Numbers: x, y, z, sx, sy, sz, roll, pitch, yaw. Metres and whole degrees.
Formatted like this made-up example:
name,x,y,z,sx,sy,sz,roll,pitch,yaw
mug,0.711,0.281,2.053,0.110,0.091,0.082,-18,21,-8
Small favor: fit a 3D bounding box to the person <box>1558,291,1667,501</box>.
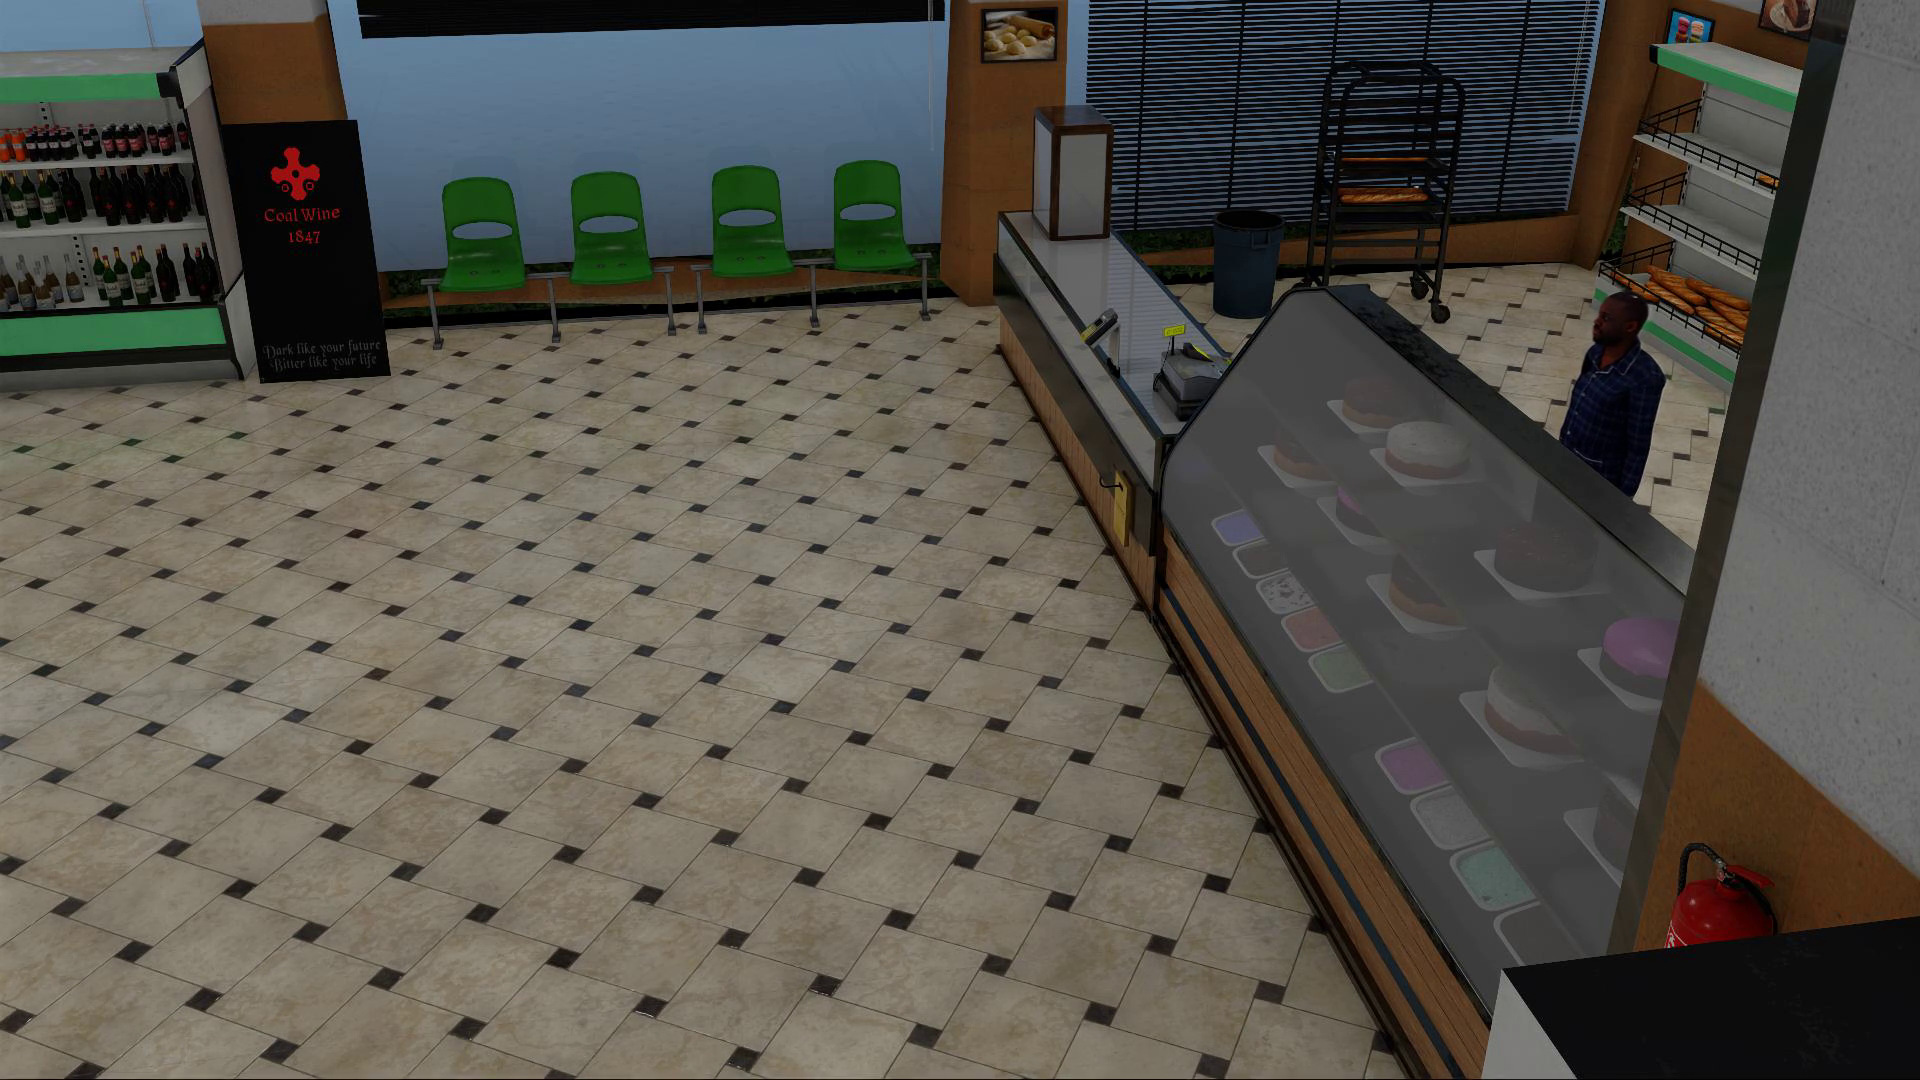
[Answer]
name,x,y,z,sx,sy,sz,roll,pitch,yaw
person,2.927,-0.275,7.671,0.581,1.824,0.665,-5,27,-9
